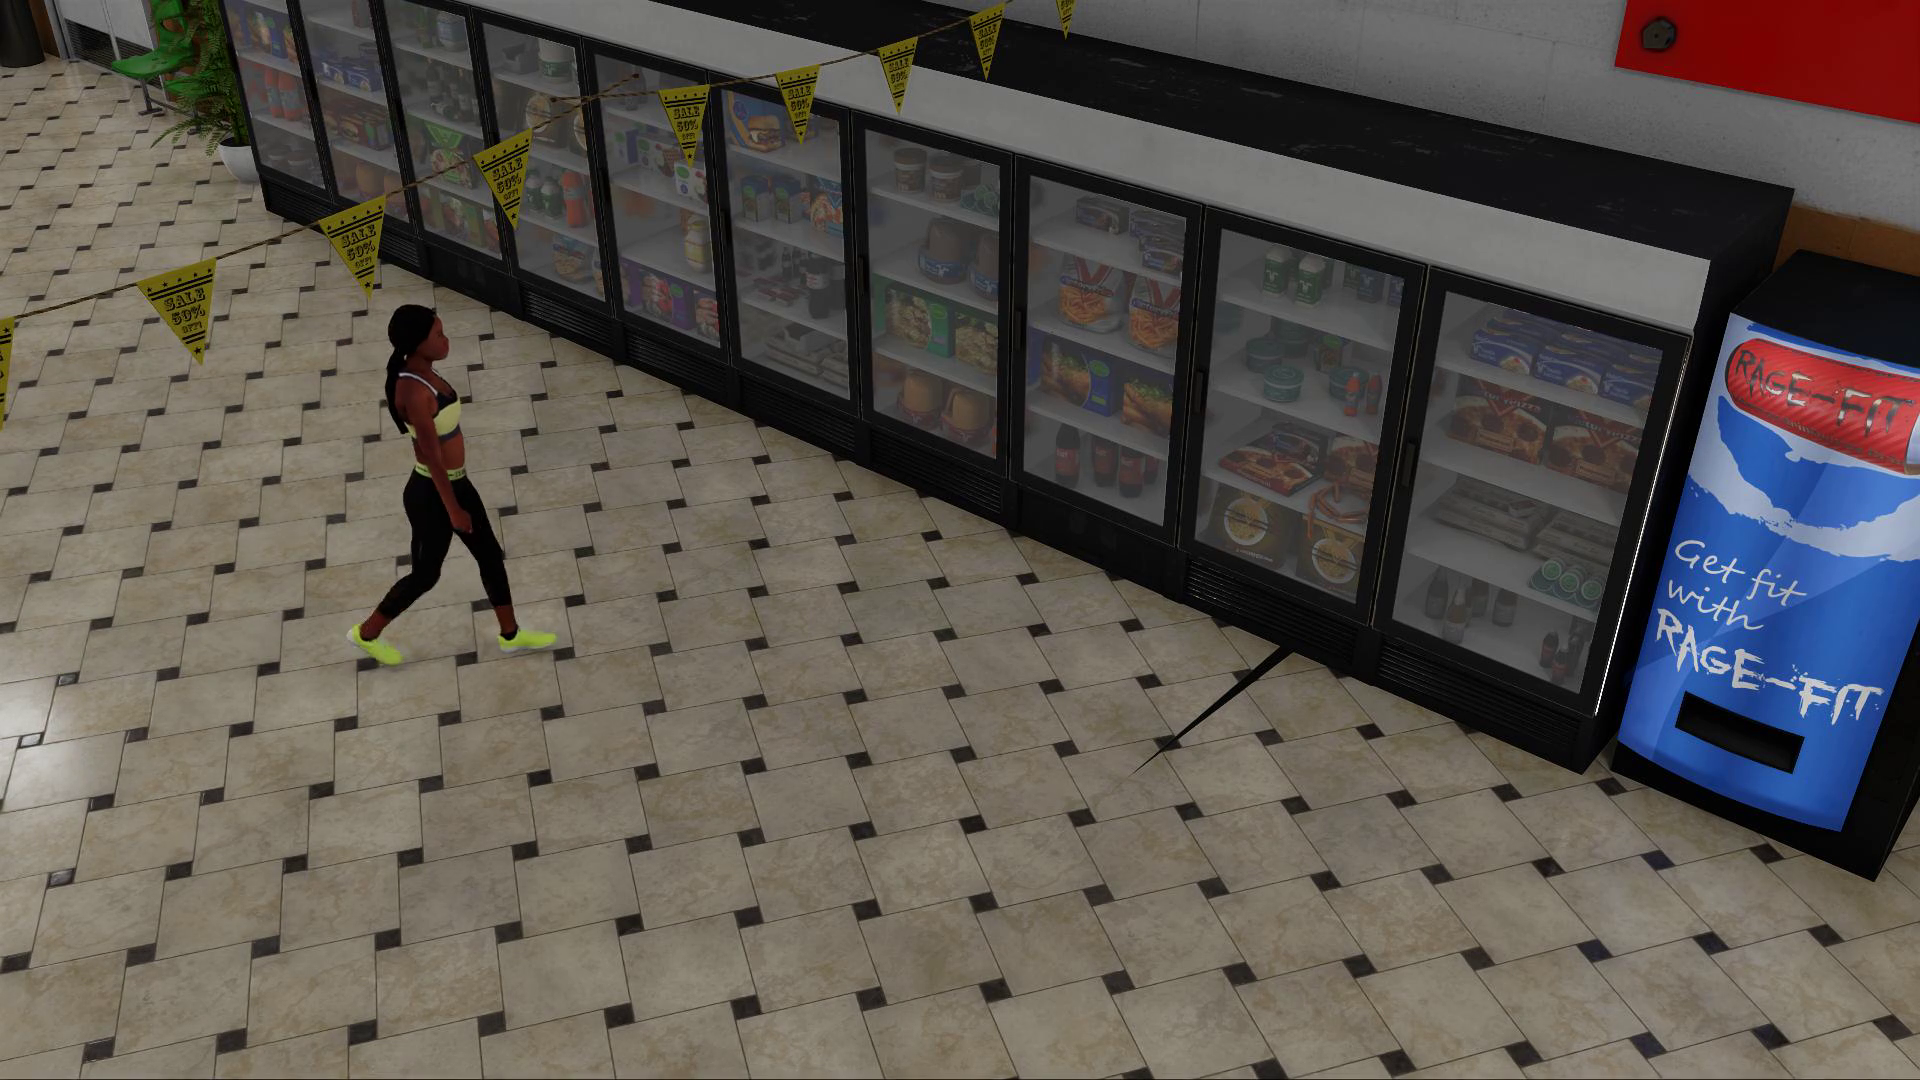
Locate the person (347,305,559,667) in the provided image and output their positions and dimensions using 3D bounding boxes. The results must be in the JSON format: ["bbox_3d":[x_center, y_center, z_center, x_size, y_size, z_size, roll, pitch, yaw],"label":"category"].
[{"bbox_3d":[-2.334,-0.162,7.150,1.122,1.719,1.074,-2,32,-3],"label":"person"}]
